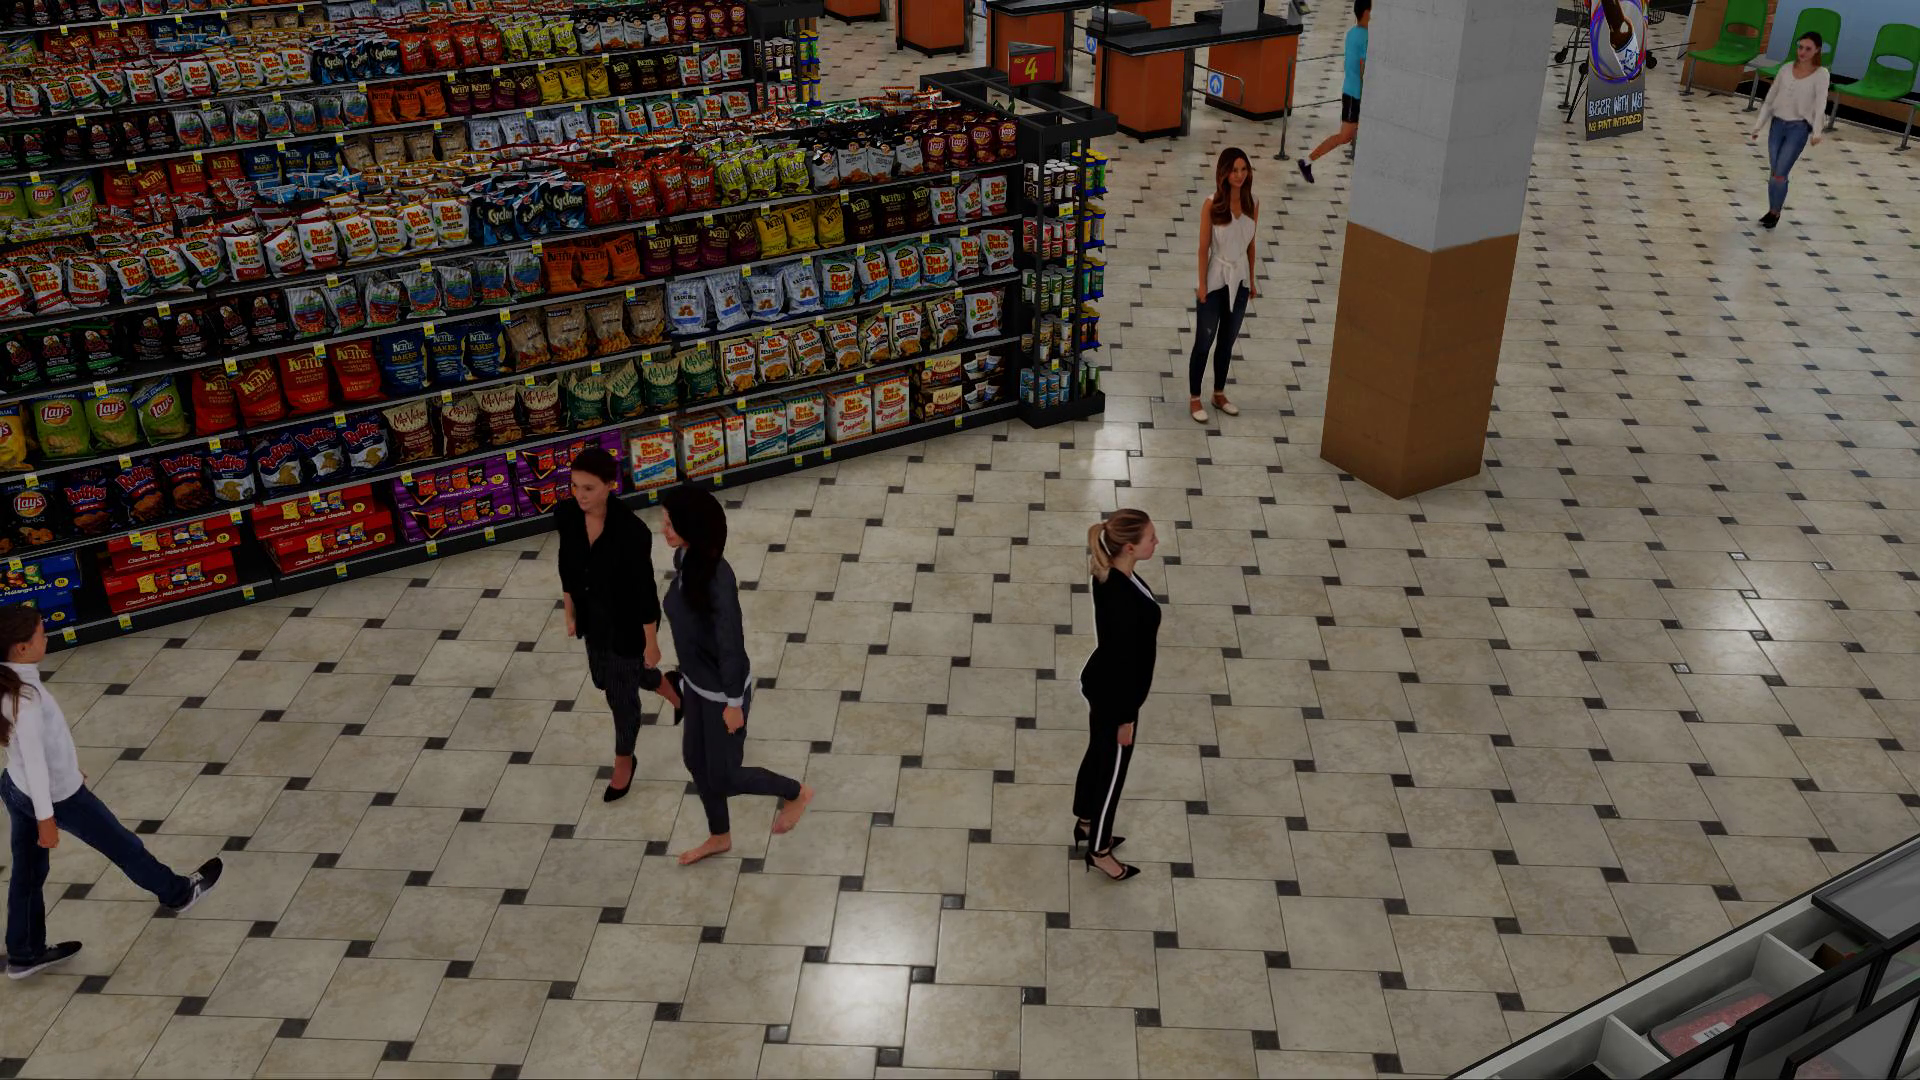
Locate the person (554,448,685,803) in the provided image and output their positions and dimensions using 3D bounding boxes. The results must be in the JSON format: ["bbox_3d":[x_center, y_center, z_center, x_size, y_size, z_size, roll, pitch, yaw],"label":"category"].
[{"bbox_3d":[-1.436,0.323,7.247,0.908,1.691,1.017,13,31,23],"label":"person"}]

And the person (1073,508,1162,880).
[{"bbox_3d":[0.606,0.628,6.674,0.643,1.705,0.664,-4,29,-7],"label":"person"}]

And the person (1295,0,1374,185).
[{"bbox_3d":[3.538,-4.057,15.208,1.204,1.750,1.031,1,29,3],"label":"person"}]

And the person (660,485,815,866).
[{"bbox_3d":[-0.922,0.563,6.743,0.849,1.753,0.663,-15,32,-25],"label":"person"}]

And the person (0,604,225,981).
[{"bbox_3d":[-3.501,0.993,6.207,1.102,1.510,0.730,-25,37,-38],"label":"person"}]

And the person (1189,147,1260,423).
[{"bbox_3d":[1.699,-1.659,10.779,0.500,1.785,0.677,-11,31,-20],"label":"person"}]

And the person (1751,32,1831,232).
[{"bbox_3d":[7.172,-3.517,14.295,0.674,1.677,0.664,-18,33,-29],"label":"person"}]
